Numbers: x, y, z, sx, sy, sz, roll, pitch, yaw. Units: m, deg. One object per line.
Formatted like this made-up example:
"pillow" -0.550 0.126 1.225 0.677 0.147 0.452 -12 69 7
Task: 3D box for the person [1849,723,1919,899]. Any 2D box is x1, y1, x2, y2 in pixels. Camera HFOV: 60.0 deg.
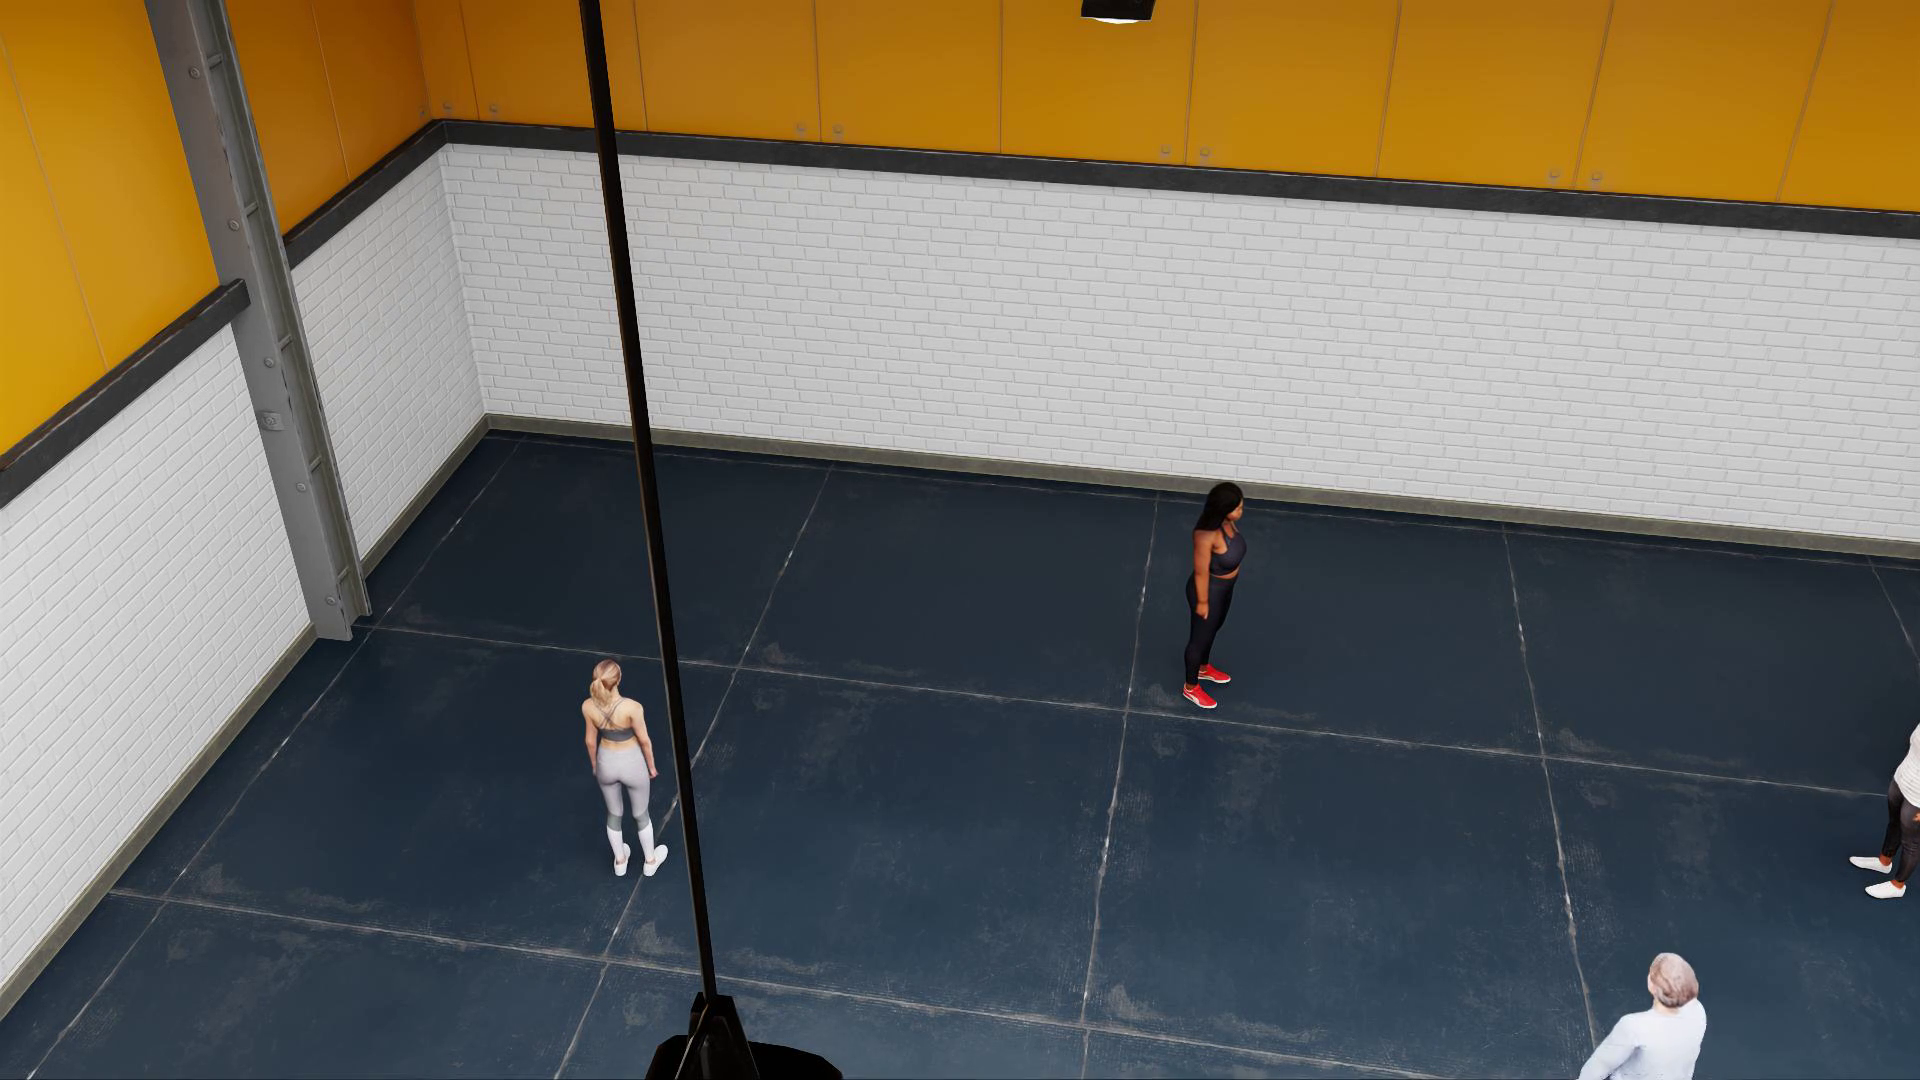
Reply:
"person" 6.045 1.564 10.467 0.642 1.645 0.485 3 34 4

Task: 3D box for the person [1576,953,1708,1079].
"person" 3.452 2.867 8.314 1.038 1.859 1.227 -11 35 -16

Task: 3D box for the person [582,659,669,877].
"person" -2.155 1.452 10.583 0.584 1.703 0.556 3 34 4

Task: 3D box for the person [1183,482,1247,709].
"person" 1.834 0.355 12.132 0.798 1.815 0.653 16 37 22
